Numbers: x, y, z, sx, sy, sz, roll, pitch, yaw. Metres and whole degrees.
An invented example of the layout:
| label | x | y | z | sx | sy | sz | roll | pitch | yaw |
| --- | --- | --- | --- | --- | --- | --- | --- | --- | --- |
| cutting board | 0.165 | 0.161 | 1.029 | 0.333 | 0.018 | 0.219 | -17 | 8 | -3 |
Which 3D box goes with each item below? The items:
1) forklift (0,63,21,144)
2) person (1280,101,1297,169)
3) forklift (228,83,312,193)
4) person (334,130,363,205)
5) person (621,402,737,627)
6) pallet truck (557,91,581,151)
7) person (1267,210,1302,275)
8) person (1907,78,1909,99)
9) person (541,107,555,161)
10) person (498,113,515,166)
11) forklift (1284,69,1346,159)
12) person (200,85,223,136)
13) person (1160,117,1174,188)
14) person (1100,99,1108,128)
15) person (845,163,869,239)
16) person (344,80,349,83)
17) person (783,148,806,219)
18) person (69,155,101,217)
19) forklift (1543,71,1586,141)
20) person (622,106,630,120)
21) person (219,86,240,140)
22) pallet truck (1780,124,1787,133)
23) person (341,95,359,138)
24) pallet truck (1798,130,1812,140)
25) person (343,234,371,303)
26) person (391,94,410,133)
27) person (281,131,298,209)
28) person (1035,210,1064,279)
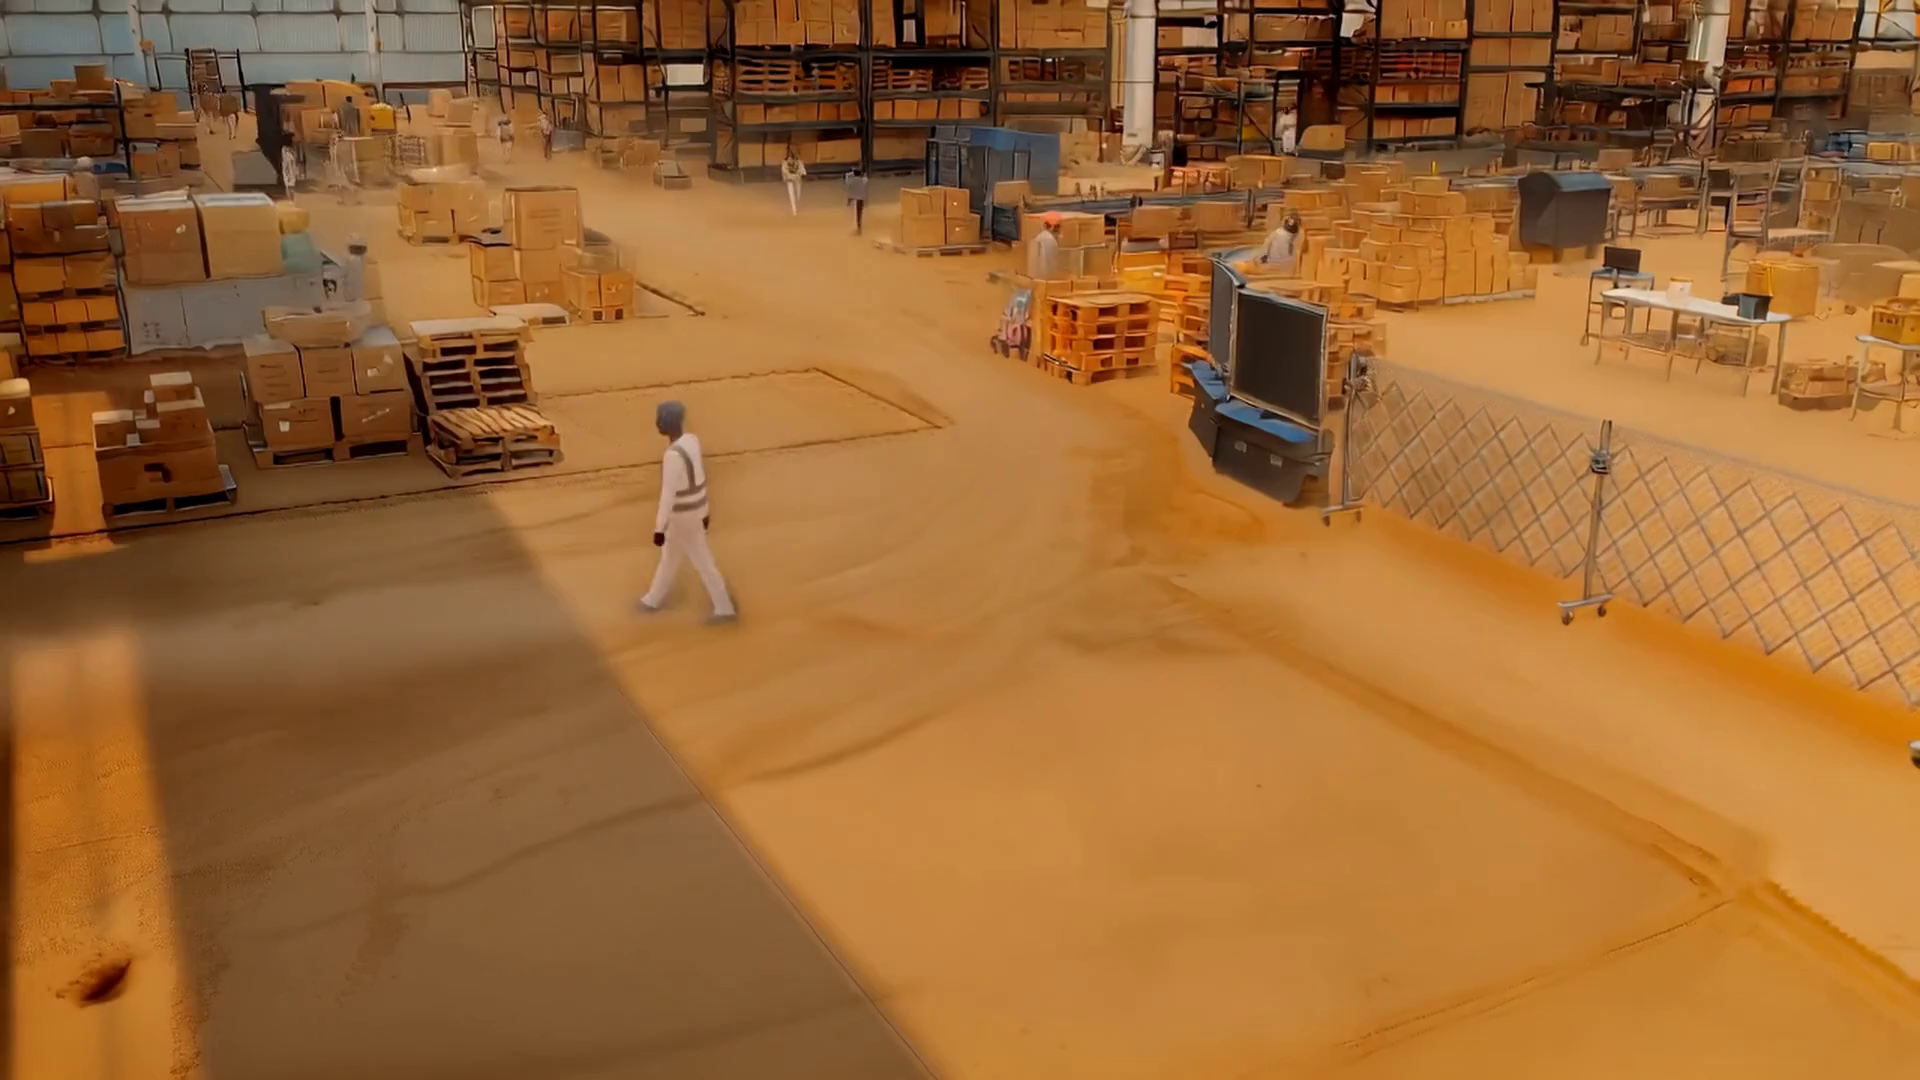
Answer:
| label | x | y | z | sx | sy | sz | roll | pitch | yaw |
| --- | --- | --- | --- | --- | --- | --- | --- | --- | --- |
| forklift | -34.572 | -15.629 | 59.561 | 1.129 | 2.768 | 1.873 | -12 | 22 | -34 |
| person | 10.045 | -12.285 | 50.540 | 0.643 | 2.001 | 0.964 | -7 | 19 | -22 |
| forklift | -18.284 | -10.567 | 43.777 | 1.873 | 2.768 | 1.129 | -9 | 20 | -26 |
| person | -15.281 | -9.249 | 41.353 | 0.875 | 1.844 | 0.524 | 6 | 19 | 18 |
| person | -2.242 | -0.190 | 13.119 | 0.993 | 1.823 | 0.602 | 1 | 18 | 5 |
| pallet truck | -13.495 | -14.412 | 57.188 | 0.823 | 1.965 | 1.885 | -3 | 18 | -9 |
| person | 4.955 | -4.143 | 25.488 | 0.610 | 1.801 | 0.501 | -15 | 23 | -39 |
| person | 39.160 | -18.275 | 69.263 | 0.656 | 1.969 | 0.525 | -8 | 20 | -25 |
| person | -13.241 | -13.030 | 53.365 | 0.317 | 1.696 | 0.538 | -15 | 23 | -39 |
| person | -14.094 | -12.429 | 51.655 | 0.527 | 1.599 | 0.858 | -3 | 18 | -9 |
| forklift | 11.615 | -13.871 | 54.079 | 1.129 | 2.768 | 1.873 | -9 | 20 | -27 |
| person | -28.679 | -16.430 | 63.654 | 0.648 | 1.888 | 0.995 | -16 | 24 | -41 |
| person | 5.559 | -10.442 | 44.940 | 0.808 | 1.917 | 0.549 | -11 | 21 | -31 |
| person | 6.026 | -17.686 | 67.687 | 0.627 | 1.825 | 0.439 | -11 | 21 | -30 |
| person | -2.198 | -7.287 | 35.627 | 0.495 | 1.592 | 0.870 | 1 | 18 | 4 |
| person | -25.022 | -17.809 | 67.926 | 0.776 | 1.911 | 0.545 | 13 | 22 | 35 |
| person | -3.895 | -8.378 | 38.999 | 0.518 | 1.612 | 0.732 | -8 | 19 | -23 |
| person | -17.619 | -6.788 | 33.551 | 0.557 | 1.914 | 0.670 | 0 | 18 | 0 |
| forklift | 18.685 | -13.231 | 52.085 | 1.873 | 2.768 | 1.129 | -9 | 20 | -26 |
| person | -12.427 | -15.601 | 61.147 | 0.634 | 1.841 | 0.429 | -13 | 22 | -34 |
| person | -26.910 | -15.724 | 61.316 | 0.665 | 1.965 | 0.729 | -13 | 22 | -35 |
| pallet truck | 25.206 | -12.542 | 52.601 | 1.601 | 1.201 | 0.680 | 0 | 18 | -2 |
| person | -20.484 | -13.986 | 55.957 | 0.631 | 1.939 | 0.369 | 9 | 20 | 26 |
| pallet truck | 25.526 | -11.556 | 49.408 | 1.630 | 1.274 | 0.653 | -9 | 20 | -26 |
| person | -8.506 | -3.451 | 23.460 | 0.447 | 1.719 | 0.499 | -1 | 18 | -3 |
| person | -19.565 | -14.644 | 58.166 | 0.611 | 1.860 | 0.855 | -9 | 20 | -25 |
| person | -15.873 | -8.699 | 39.453 | 0.383 | 1.958 | 0.598 | -5 | 18 | -14 |
| person | 1.211 | -3.804 | 24.165 | 0.765 | 1.968 | 0.615 | -8 | 19 | -24 |
